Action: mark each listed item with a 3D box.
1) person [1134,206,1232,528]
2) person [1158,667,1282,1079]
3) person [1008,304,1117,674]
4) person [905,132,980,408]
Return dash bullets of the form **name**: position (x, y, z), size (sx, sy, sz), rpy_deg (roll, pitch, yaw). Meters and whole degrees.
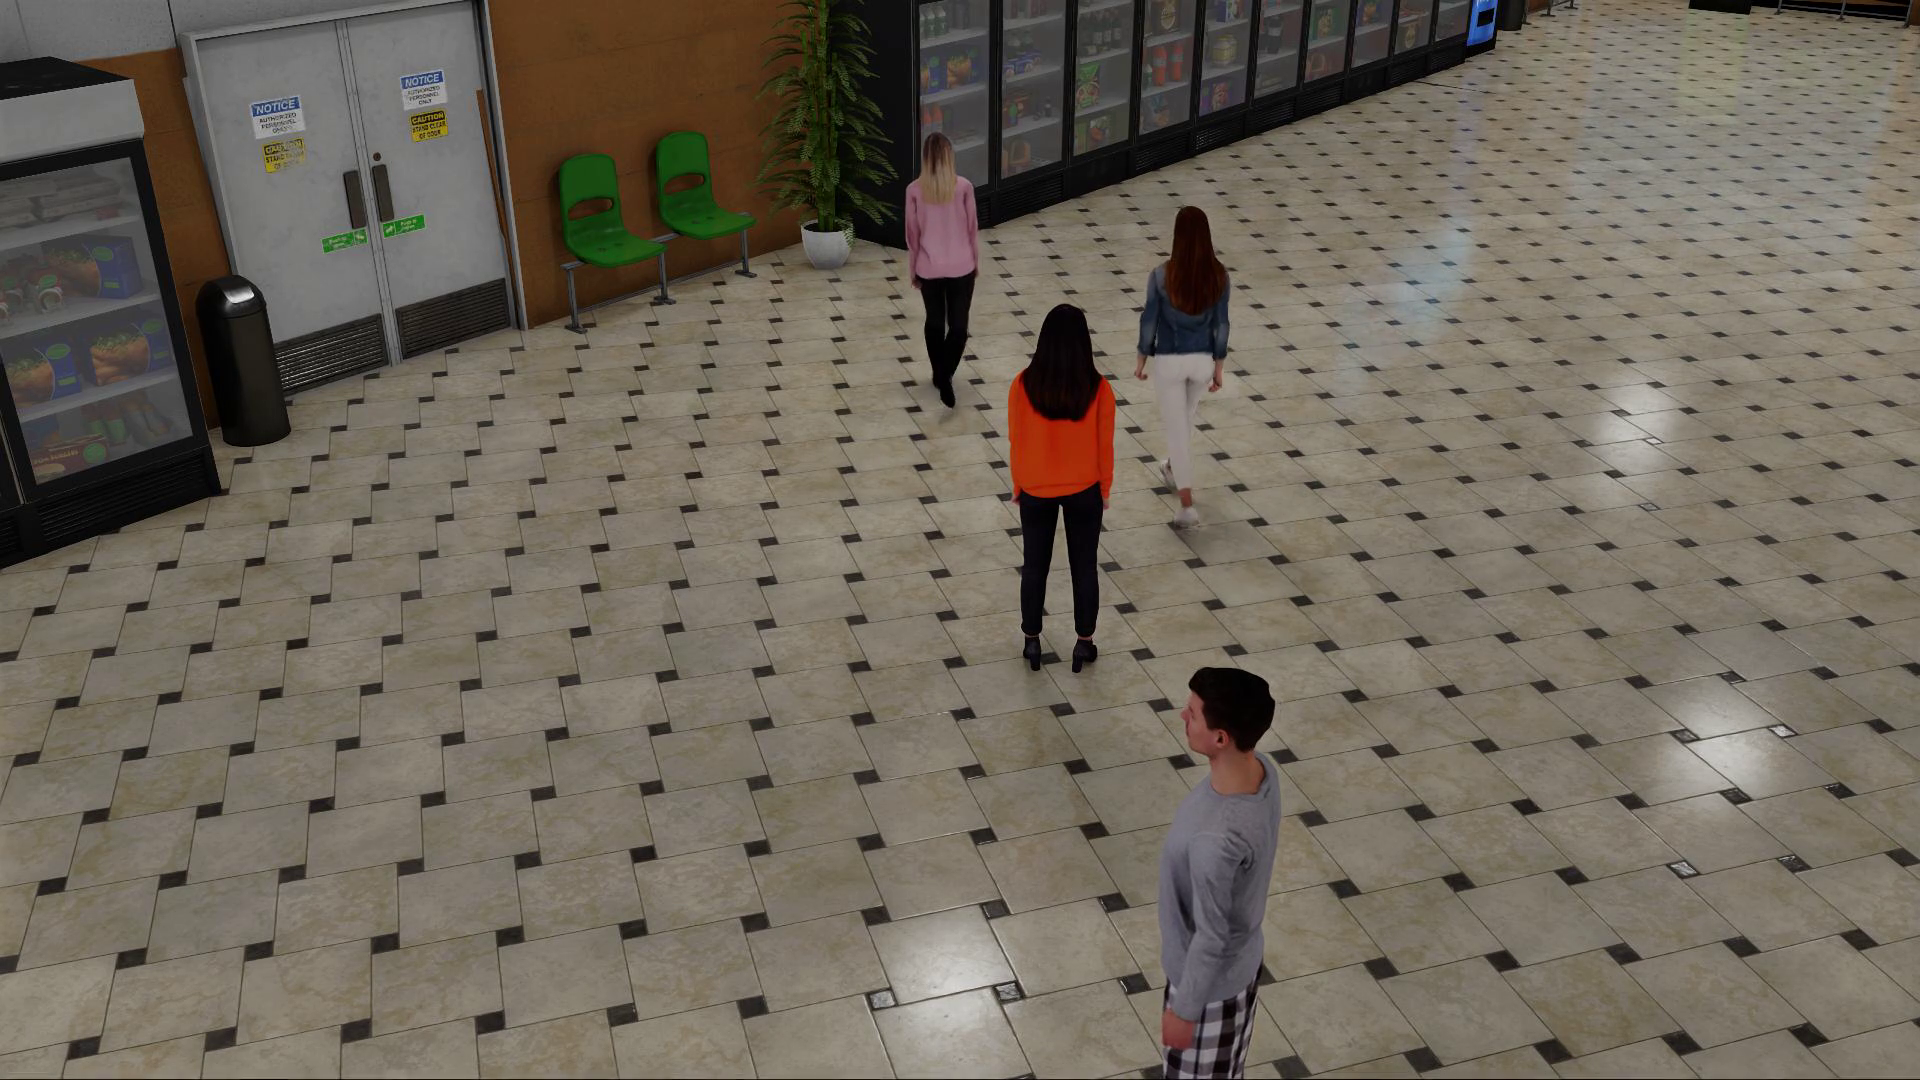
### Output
- **person**: position (1.196, -0.858, 8.716), size (1.082, 1.664, 1.194), rpy_deg (-4, 27, -8)
- **person**: position (0.695, 1.155, 4.543), size (0.655, 1.847, 0.691), rpy_deg (9, 28, 17)
- **person**: position (0.445, -0.211, 7.345), size (0.663, 1.748, 0.770), rpy_deg (4, 27, 8)
- **person**: position (-0.103, -1.646, 10.266), size (1.053, 1.667, 0.999), rpy_deg (3, 27, 6)
